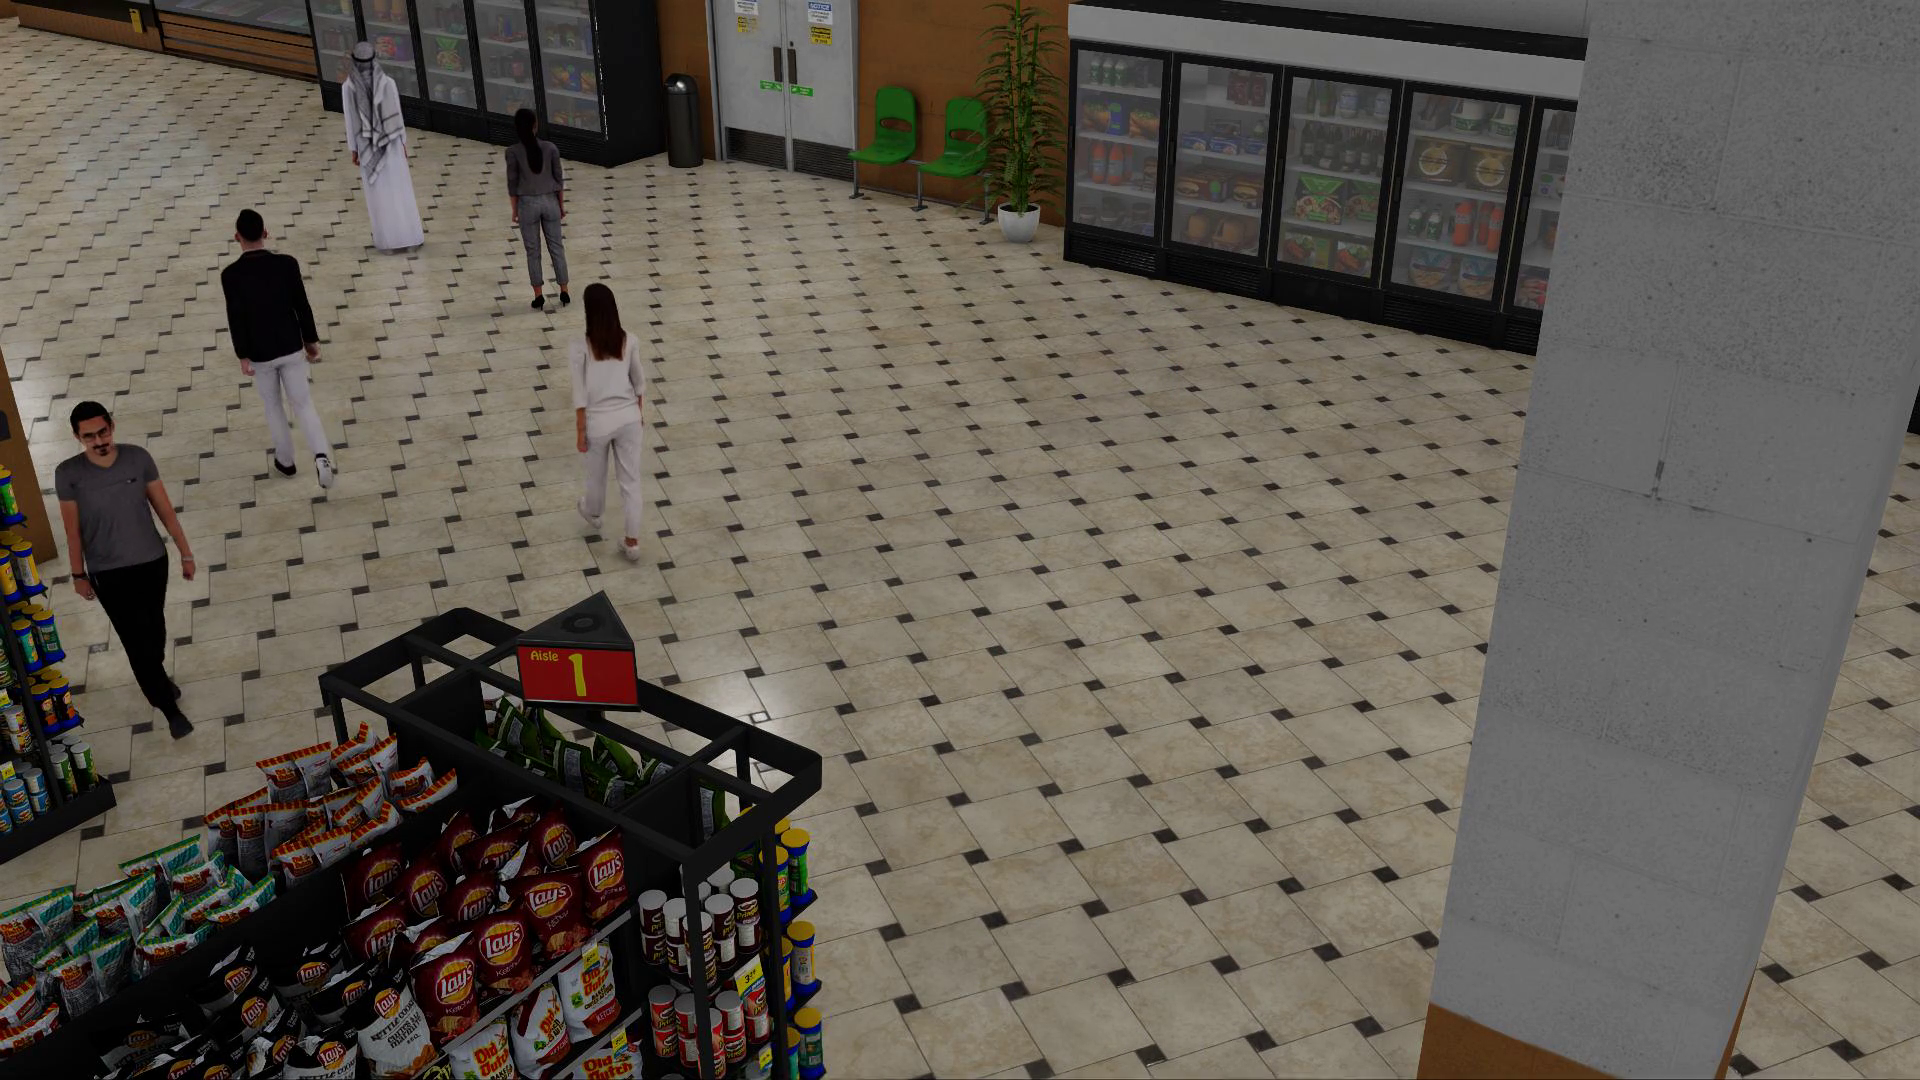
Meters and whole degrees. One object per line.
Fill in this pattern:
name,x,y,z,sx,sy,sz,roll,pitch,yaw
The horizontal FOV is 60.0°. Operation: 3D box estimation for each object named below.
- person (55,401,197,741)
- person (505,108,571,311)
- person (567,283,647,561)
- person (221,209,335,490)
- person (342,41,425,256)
person,-4.149,0.102,8.229,0.841,1.712,1.069,23,35,37
person,-3.529,-2.761,13.912,0.678,1.677,0.775,-12,29,-22
person,-2.030,-0.659,9.787,1.015,1.660,0.953,-14,30,-26
person,-4.348,-1.176,10.625,1.103,1.823,0.963,-19,32,-32
person,-5.326,-3.590,15.273,0.781,1.926,0.880,-11,29,-20
